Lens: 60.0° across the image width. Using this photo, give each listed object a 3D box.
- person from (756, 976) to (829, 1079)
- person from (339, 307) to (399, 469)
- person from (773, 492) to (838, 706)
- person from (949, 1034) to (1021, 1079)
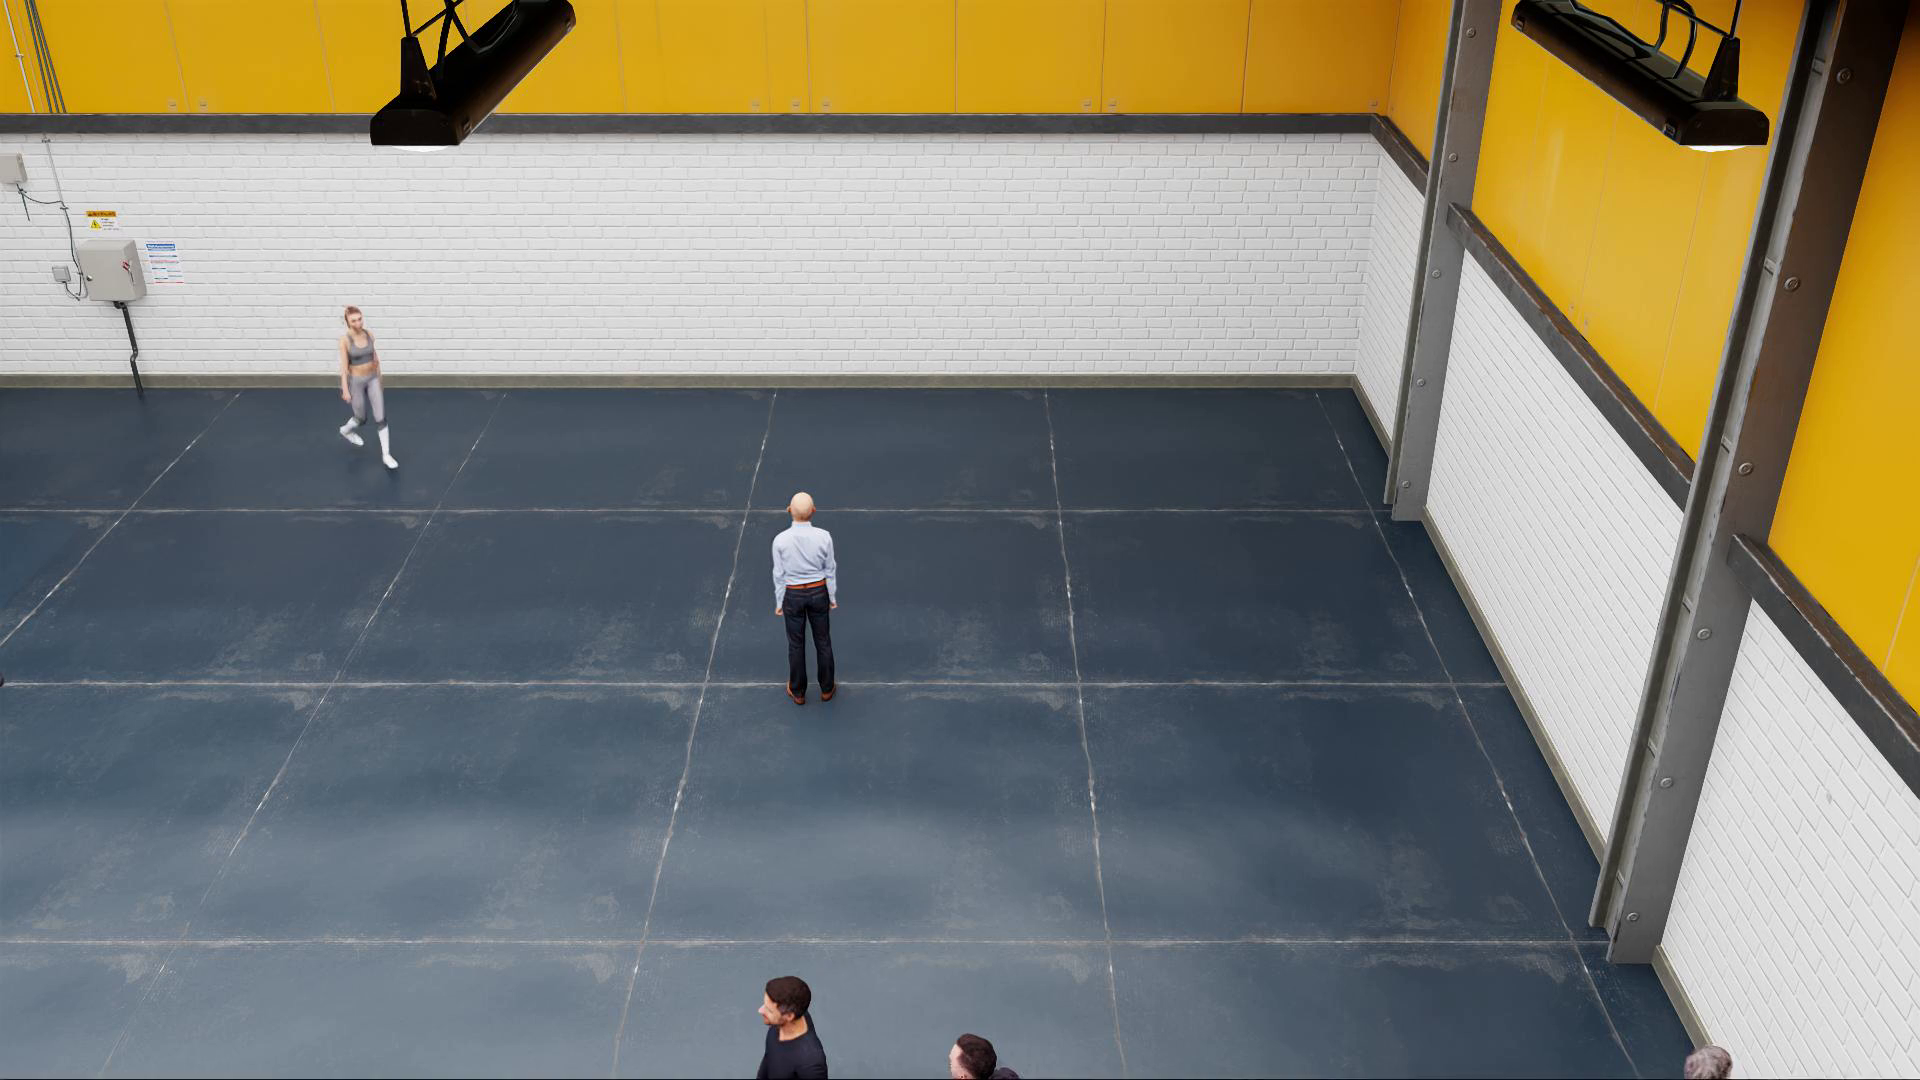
[{"bbox_3d":[-0.702,2.866,8.310,0.944,1.821,1.252,-8,30,-14],"label":"person"},{"bbox_3d":[-5.983,-1.549,16.558,1.087,1.673,1.053,21,35,34],"label":"person"},{"bbox_3d":[-1.182,0.452,12.766,0.689,1.791,0.642,-6,29,-11],"label":"person"},{"bbox_3d":[0.179,3.112,7.867,1.082,1.814,1.032,25,37,38],"label":"person"}]
